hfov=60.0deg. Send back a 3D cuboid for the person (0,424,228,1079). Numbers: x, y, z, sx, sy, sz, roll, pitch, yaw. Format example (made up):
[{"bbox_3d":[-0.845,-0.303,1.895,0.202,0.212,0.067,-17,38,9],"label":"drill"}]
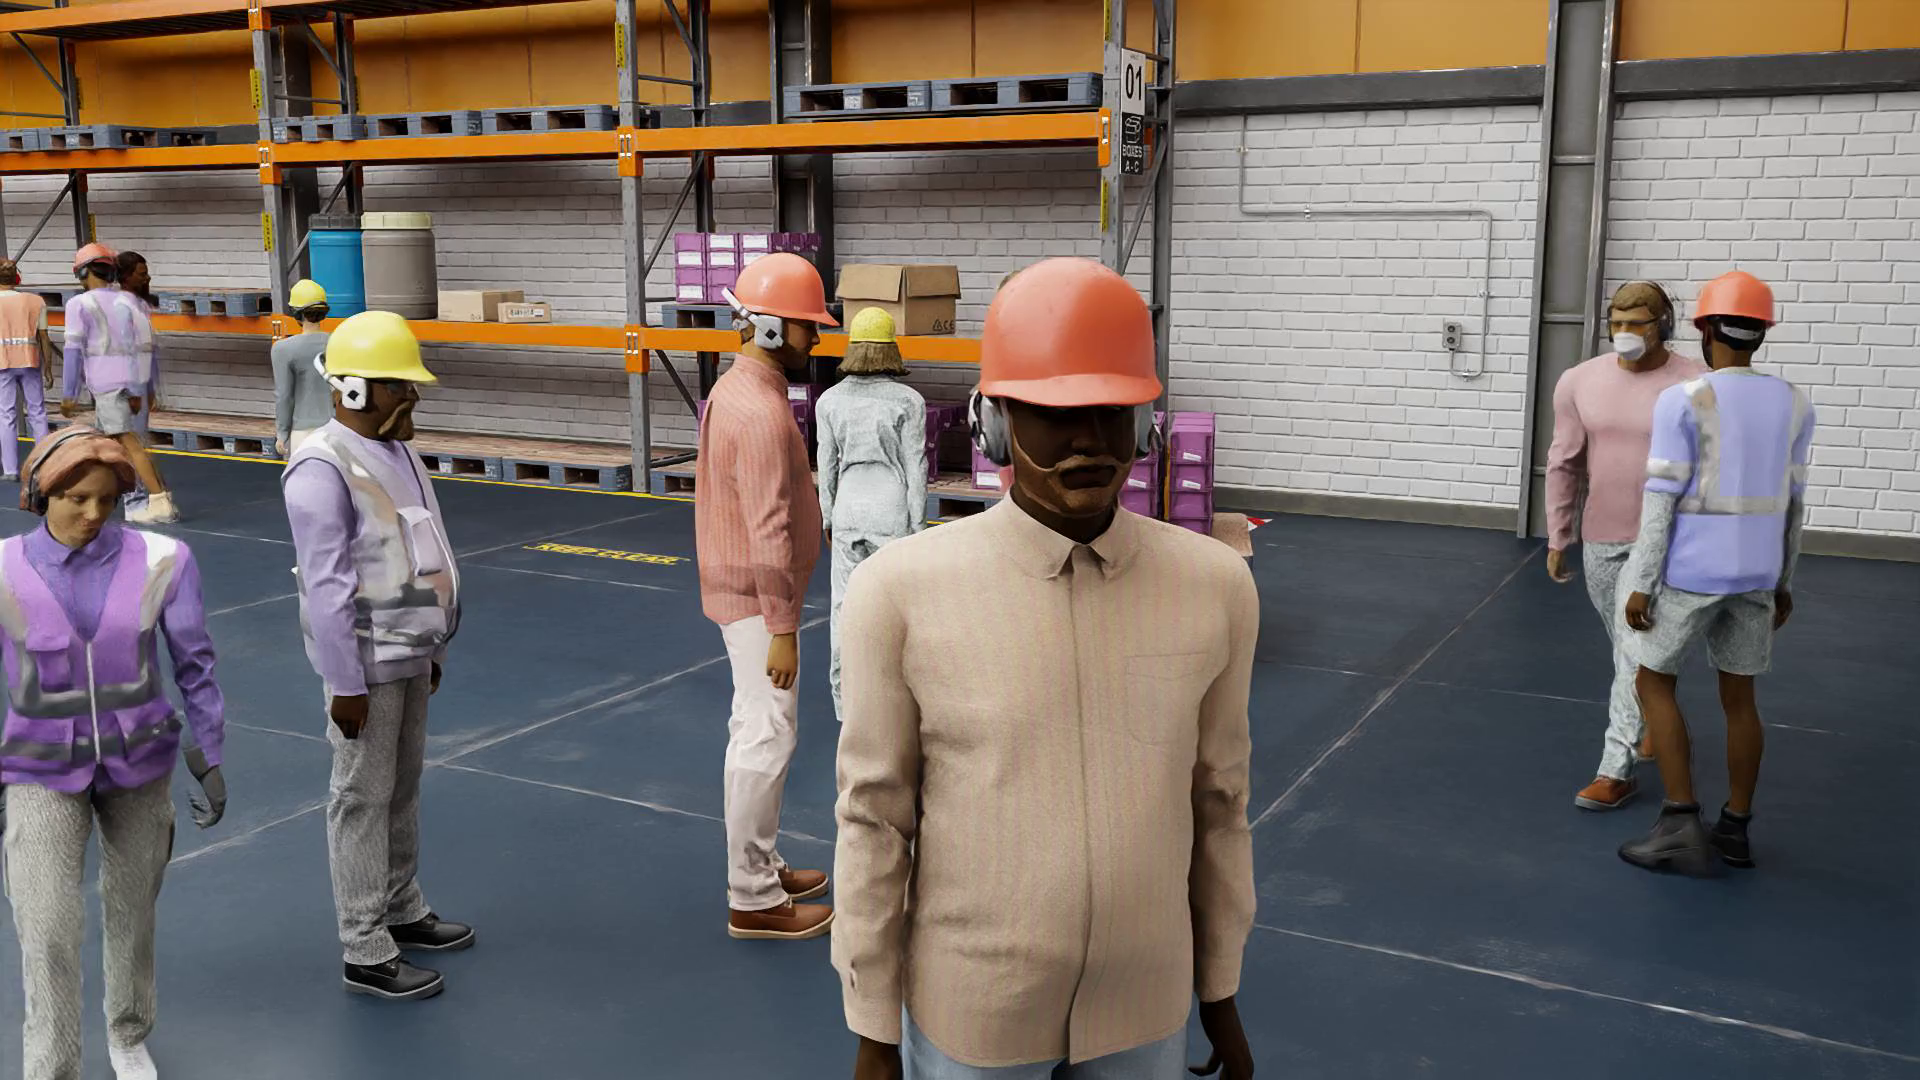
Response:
[{"bbox_3d":[-1.913,0.555,3.706,0.517,1.609,0.715,-7,12,-33],"label":"person"}]

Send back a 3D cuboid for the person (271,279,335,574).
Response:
[{"bbox_3d":[-3.845,-0.665,9.966,0.307,1.772,0.526,10,14,43],"label":"person"}]

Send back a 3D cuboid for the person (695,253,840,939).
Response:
[{"bbox_3d":[-0.546,0.175,4.795,0.411,1.980,0.629,-3,11,-14],"label":"person"}]

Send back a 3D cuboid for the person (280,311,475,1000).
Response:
[{"bbox_3d":[-1.551,0.303,4.494,0.403,1.830,0.587,0,10,1],"label":"person"}]

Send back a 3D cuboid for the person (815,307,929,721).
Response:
[{"bbox_3d":[-0.354,-0.091,6.920,0.483,1.737,0.320,4,11,19],"label":"person"}]

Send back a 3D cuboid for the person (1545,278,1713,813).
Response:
[{"bbox_3d":[2.515,-0.019,6.138,0.630,1.890,0.984,10,14,43],"label":"person"}]

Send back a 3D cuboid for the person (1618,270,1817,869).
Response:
[{"bbox_3d":[2.437,0.102,5.354,0.581,1.913,0.497,-2,11,-11],"label":"person"}]

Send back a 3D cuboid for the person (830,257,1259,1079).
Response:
[{"bbox_3d":[0.128,0.623,2.285,0.611,1.995,0.375,-3,11,-17],"label":"person"}]

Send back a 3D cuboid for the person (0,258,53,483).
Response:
[{"bbox_3d":[-7.806,-1.394,13.741,0.563,1.847,0.389,-8,13,-37],"label":"person"}]

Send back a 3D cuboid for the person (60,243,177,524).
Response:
[{"bbox_3d":[-6.014,-1.085,11.734,0.985,1.986,0.650,3,11,13],"label":"person"}]
